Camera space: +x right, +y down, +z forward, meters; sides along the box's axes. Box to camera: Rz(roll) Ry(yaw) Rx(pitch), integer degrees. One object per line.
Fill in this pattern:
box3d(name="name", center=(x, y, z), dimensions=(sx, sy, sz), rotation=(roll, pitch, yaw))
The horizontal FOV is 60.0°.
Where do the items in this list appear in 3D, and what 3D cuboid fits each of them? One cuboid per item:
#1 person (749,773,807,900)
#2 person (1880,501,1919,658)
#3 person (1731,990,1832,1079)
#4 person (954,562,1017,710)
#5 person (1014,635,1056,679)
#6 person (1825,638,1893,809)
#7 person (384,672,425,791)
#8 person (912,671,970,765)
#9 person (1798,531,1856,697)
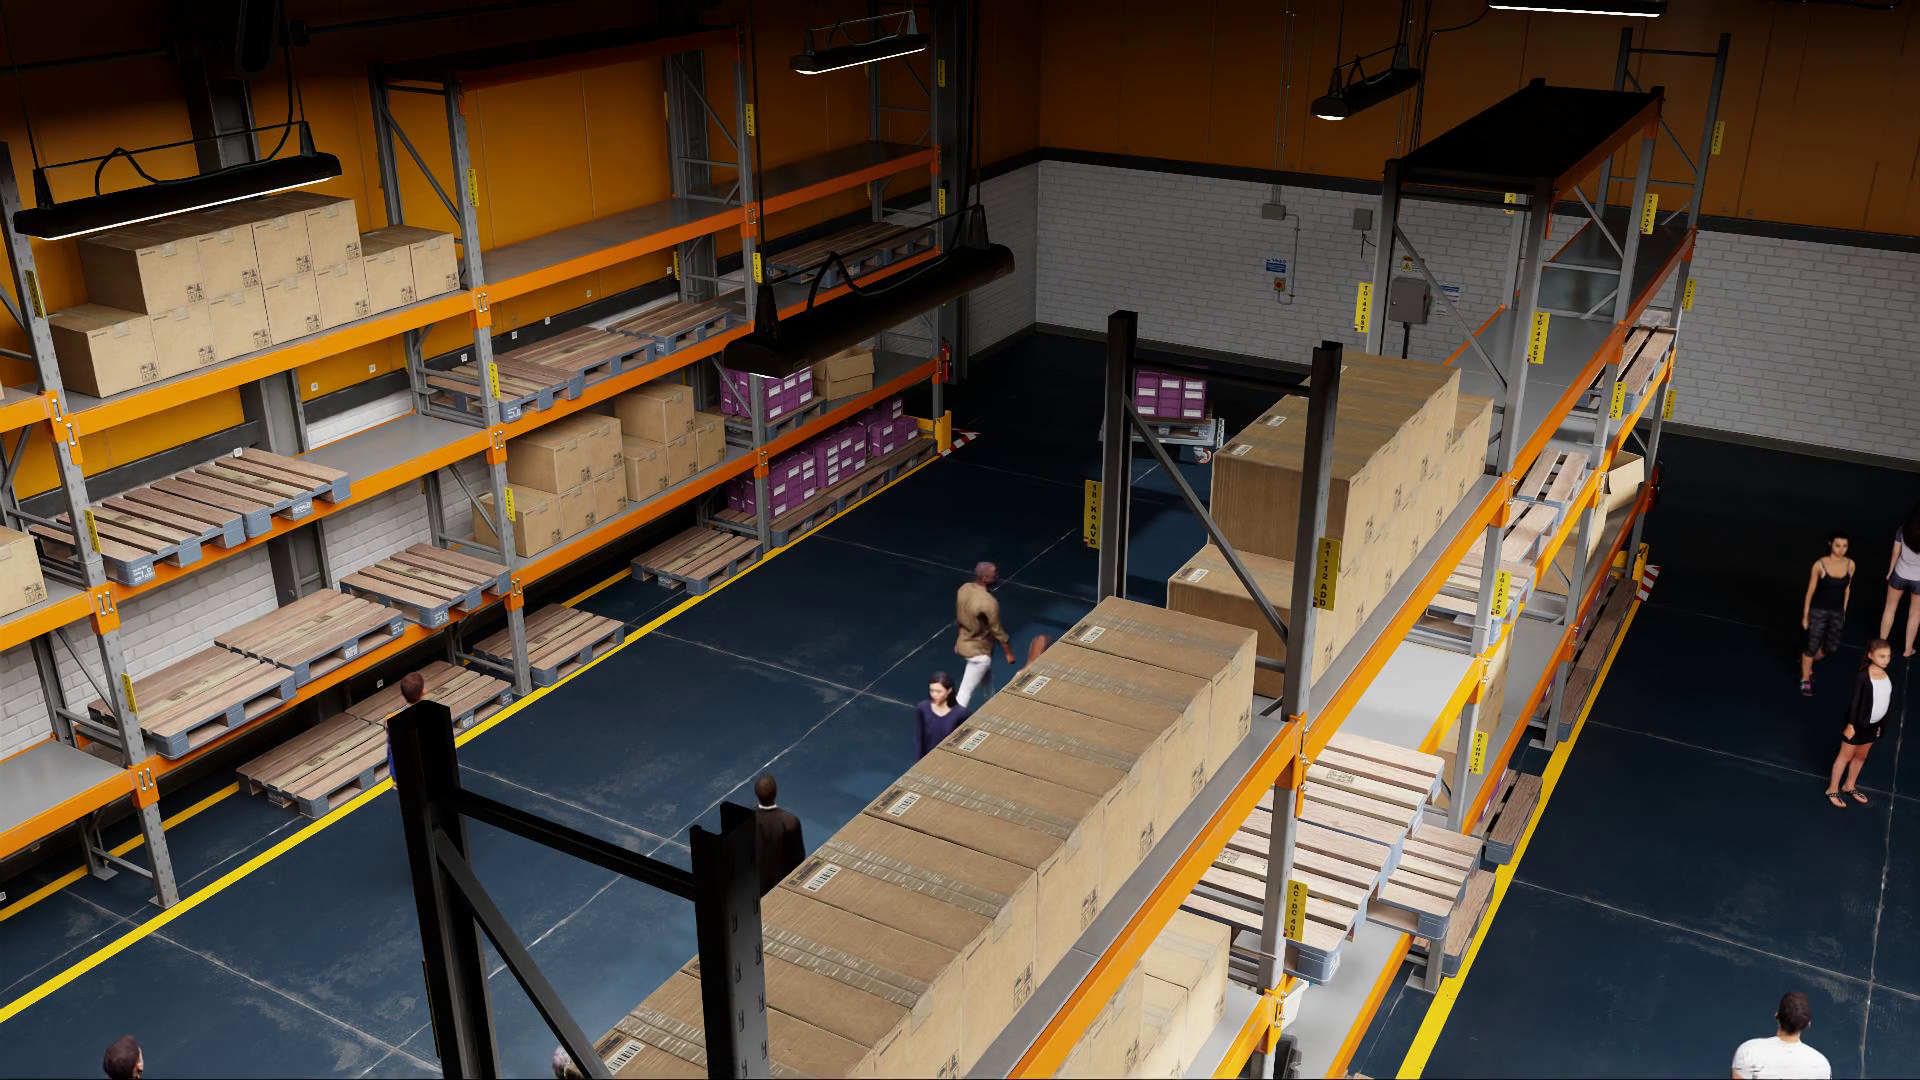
box3d(name="person", center=(-1.361, 2.528, 11.920), dimensions=(0.941, 1.759, 1.276), rotation=(4, 24, 10))
box3d(name="person", center=(9.673, 0.367, 16.929), dimensions=(0.613, 1.706, 0.556), rotation=(16, 28, 33))
box3d(name="person", center=(4.679, 3.467, 9.665), dimensions=(0.765, 1.844, 0.821), rotation=(7, 25, 15))
box3d(name="person", center=(0.075, 1.066, 15.238), dimensions=(1.253, 1.780, 1.089), rotation=(-13, 27, -26))
box3d(name="person", center=(0.643, 1.630, 14.034), dimensions=(0.645, 1.710, 0.661), rotation=(5, 24, 11))
box3d(name="person", center=(7.814, 1.557, 14.394), dimensions=(0.639, 1.556, 0.701), rotation=(-7, 24, -15))
box3d(name="person", center=(-4.267, 1.903, 13.218), dimensions=(0.778, 1.863, 0.813), rotation=(-3, 24, -7))
box3d(name="person", center=(-0.120, 1.796, 13.683), dimensions=(0.722, 1.687, 1.079), rotation=(8, 25, 18))
box3d(name="person", center=(8.384, 0.675, 16.206), dimensions=(0.711, 1.720, 0.773), rotation=(1, 24, 2))
